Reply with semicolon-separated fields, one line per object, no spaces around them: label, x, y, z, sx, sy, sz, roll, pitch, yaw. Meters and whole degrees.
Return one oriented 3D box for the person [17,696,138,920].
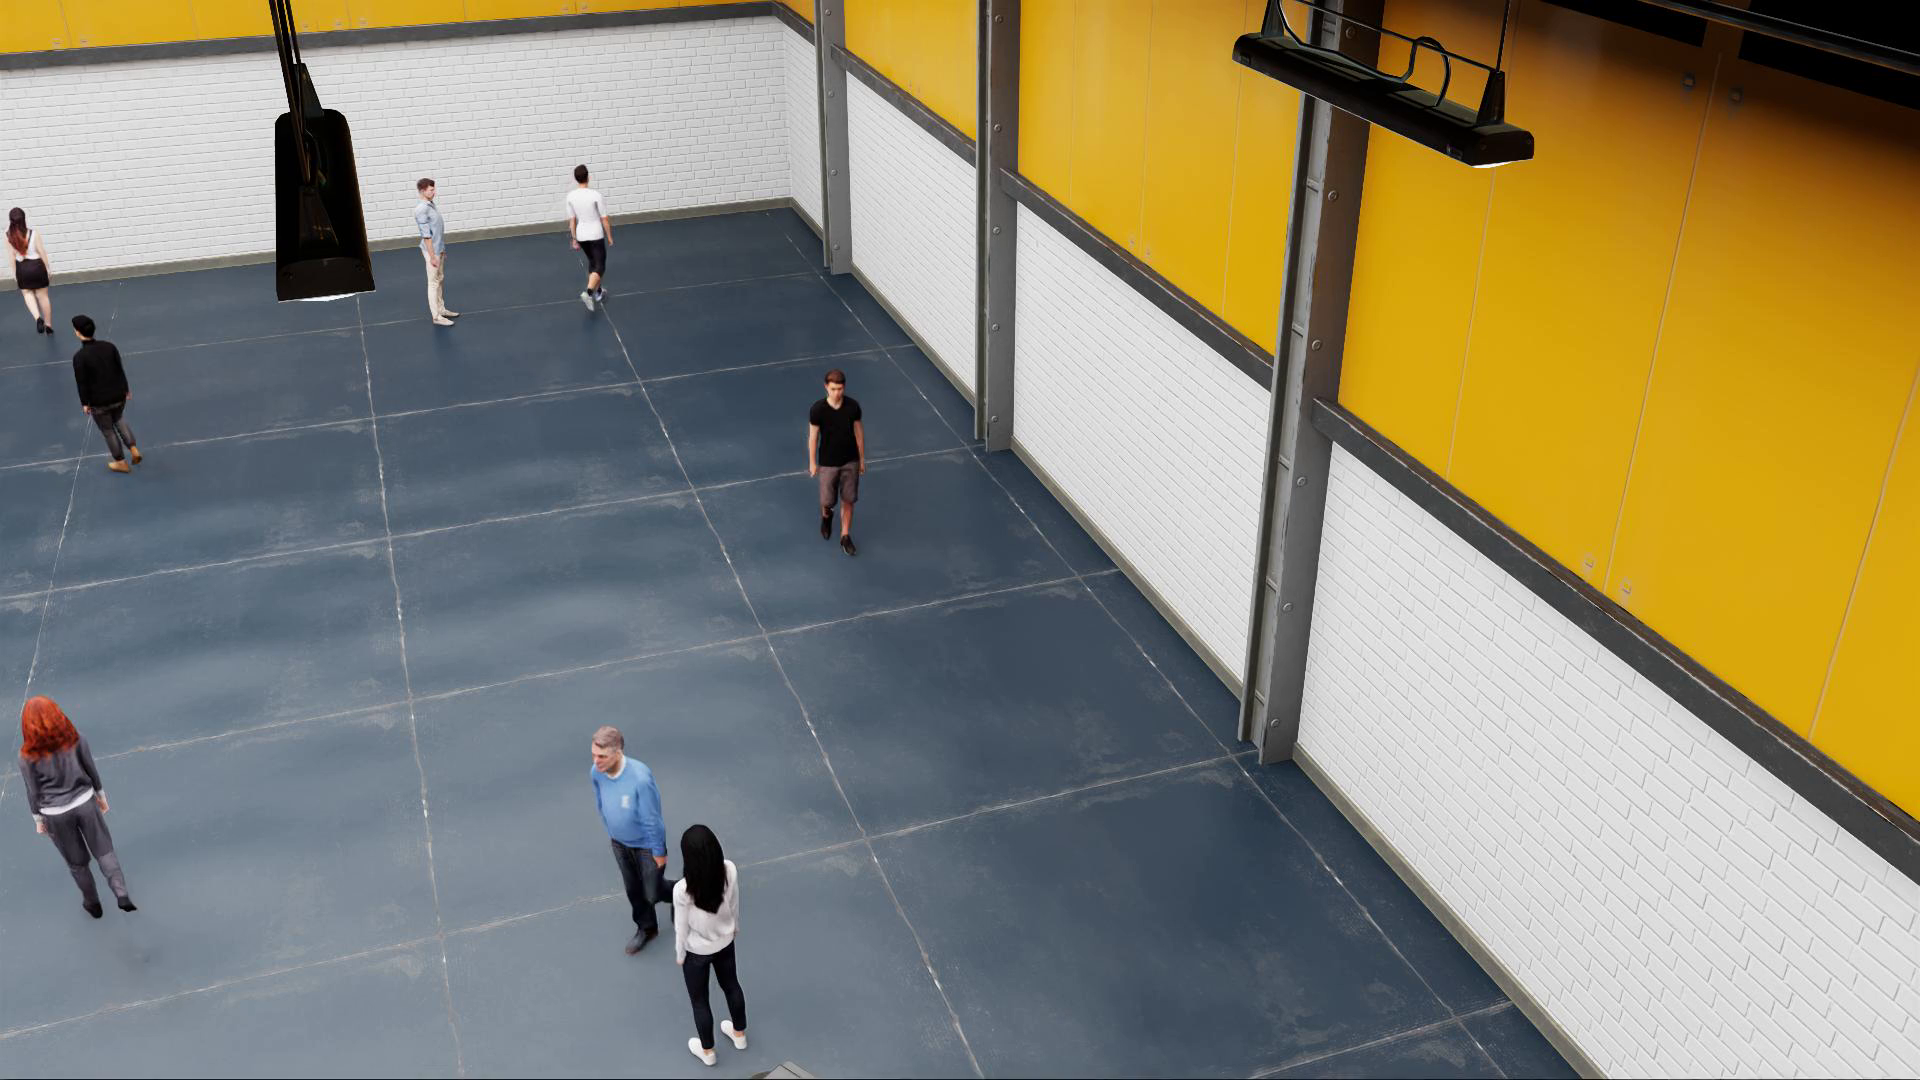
person;-5.822;1.834;10.941;0.780;1.769;0.920;-25;37;-38

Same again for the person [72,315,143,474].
person;-8.728;-1.479;17.068;0.861;1.718;0.809;16;32;26

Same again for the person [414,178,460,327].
person;-6.622;-3.640;20.894;0.776;1.847;0.611;-1;29;-1

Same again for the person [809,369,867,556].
person;-1.156;-0.785;15.656;0.690;1.851;0.813;-8;30;-14

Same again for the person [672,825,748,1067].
person;-1.498;2.416;9.945;0.678;1.700;0.681;25;37;38

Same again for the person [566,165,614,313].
person;-4.749;-3.850;21.300;1.061;1.826;1.215;6;29;12

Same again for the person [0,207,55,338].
person;-11.384;-3.241;20.381;0.594;1.637;0.713;-13;31;-22

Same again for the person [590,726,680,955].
person;-2.051;1.884;10.830;0.936;1.786;0.991;12;31;22
